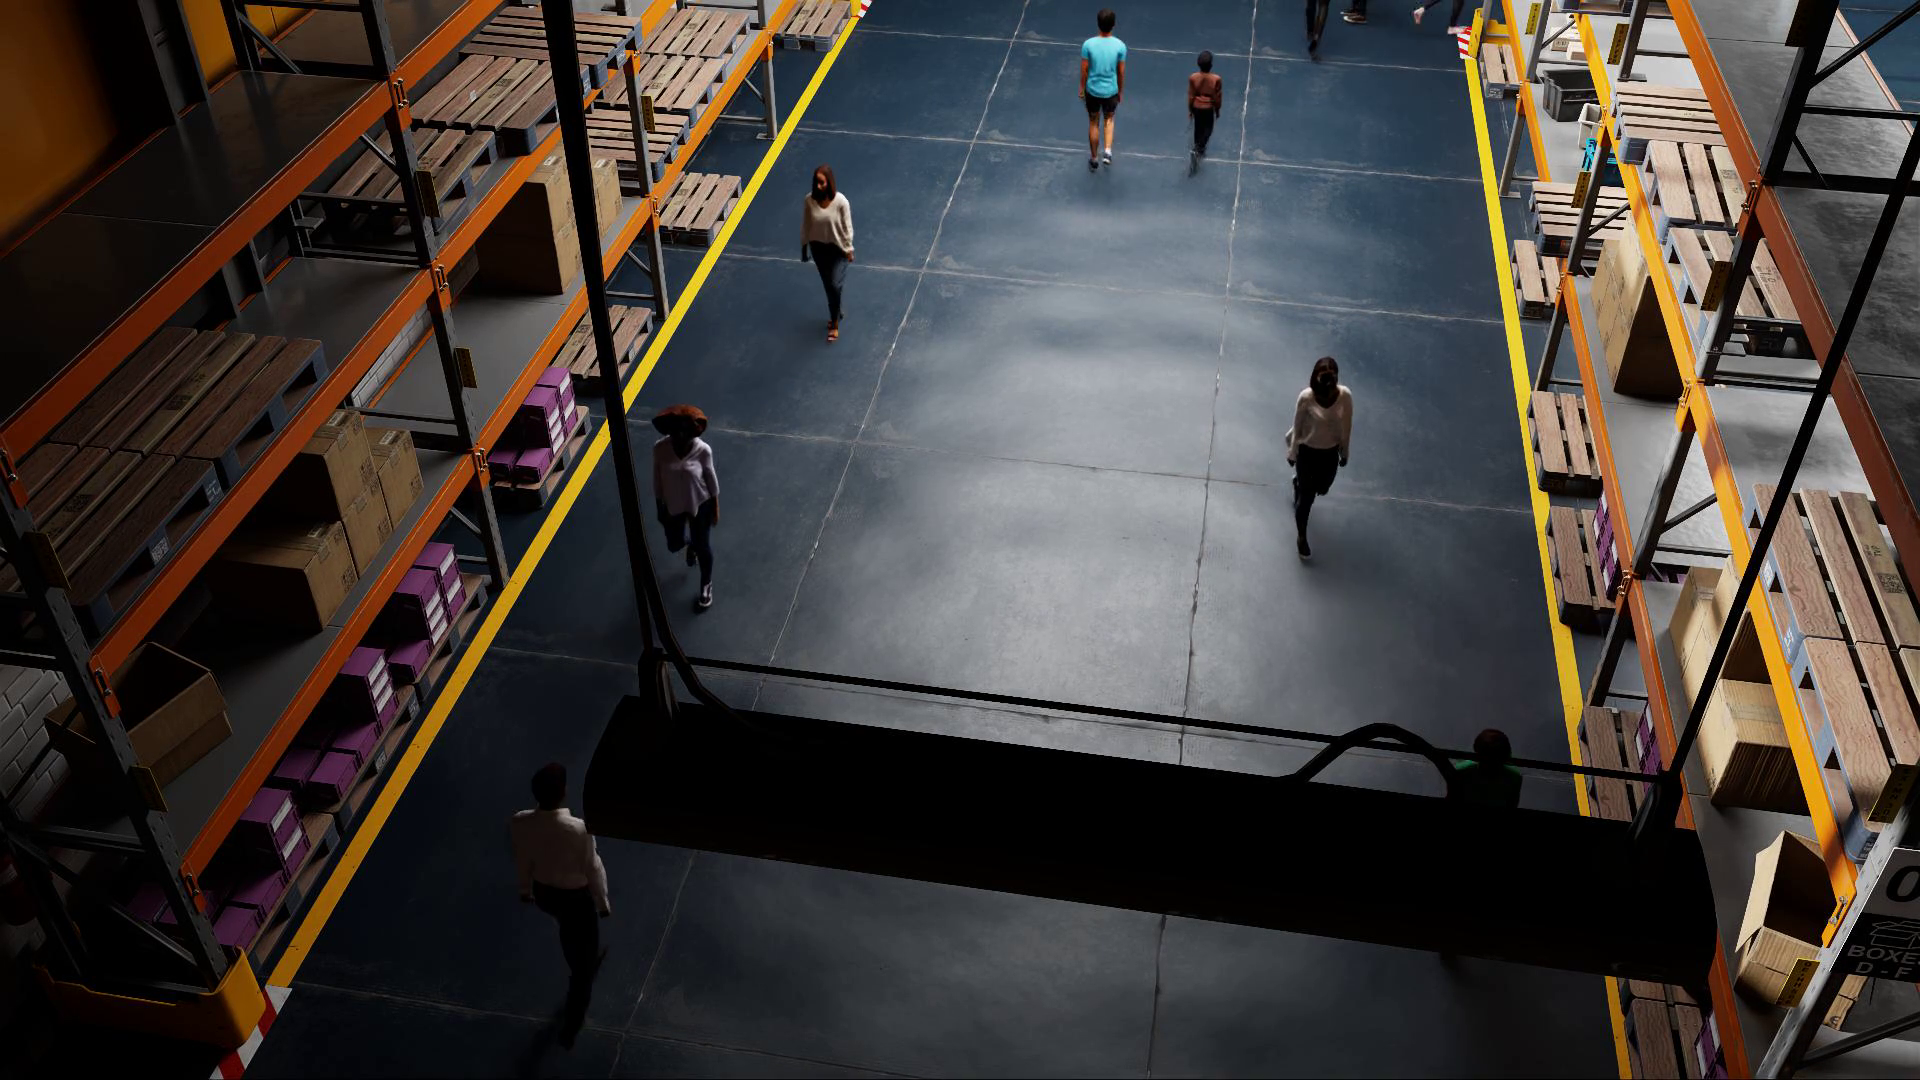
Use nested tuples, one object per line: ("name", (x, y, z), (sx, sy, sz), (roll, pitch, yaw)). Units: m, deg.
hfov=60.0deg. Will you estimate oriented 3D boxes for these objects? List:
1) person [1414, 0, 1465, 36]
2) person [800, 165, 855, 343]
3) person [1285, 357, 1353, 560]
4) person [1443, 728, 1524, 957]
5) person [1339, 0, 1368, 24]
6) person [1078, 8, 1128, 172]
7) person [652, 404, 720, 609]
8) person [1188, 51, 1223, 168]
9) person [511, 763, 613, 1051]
("person", (6.132, -7.116, 20.734), (0.887, 1.720, 0.970), (-10, 40, -12))
("person", (-1.154, -2.699, 15.246), (0.709, 1.666, 0.775), (13, 41, 16))
("person", (2.717, -0.704, 12.739), (0.813, 1.677, 1.034), (-5, 39, -6))
("person", (3.027, 1.670, 9.809), (0.616, 1.625, 0.985), (4, 39, 6))
("person", (5.205, -7.498, 21.079), (0.782, 1.886, 0.573), (8, 39, 10))
("person", (1.517, -4.739, 17.724), (0.690, 1.761, 0.717), (-1, 39, -1))
("person", (-1.990, -0.326, 12.248), (0.675, 1.700, 0.821), (3, 39, 4))
("person", (2.634, -4.672, 18.054), (0.636, 1.245, 0.845), (14, 41, 17))
("person", (-2.206, 2.046, 9.167), (0.760, 1.838, 1.084), (7, 39, 9))
